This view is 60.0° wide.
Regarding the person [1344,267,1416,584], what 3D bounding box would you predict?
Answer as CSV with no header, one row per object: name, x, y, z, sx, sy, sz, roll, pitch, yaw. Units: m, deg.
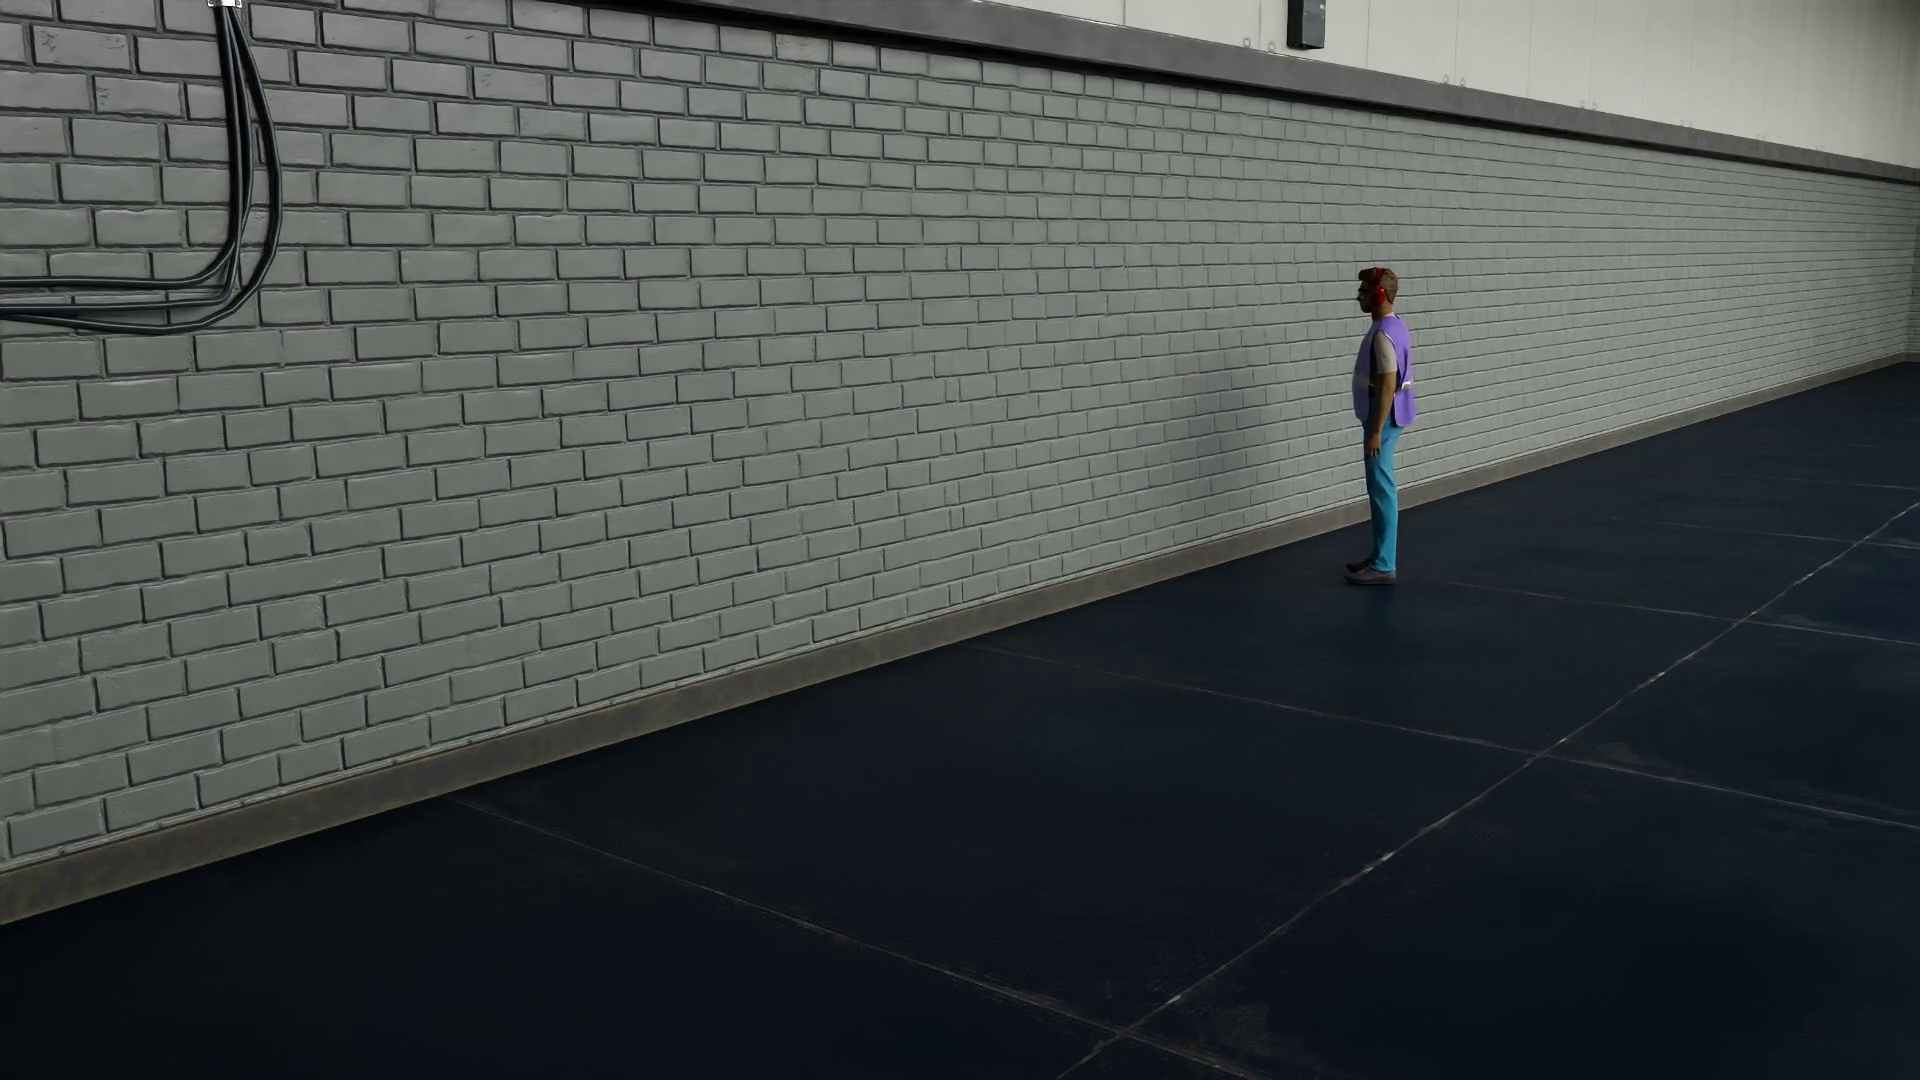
person,2.481,-0.670,9.763,0.372,1.843,0.571,3,11,17
